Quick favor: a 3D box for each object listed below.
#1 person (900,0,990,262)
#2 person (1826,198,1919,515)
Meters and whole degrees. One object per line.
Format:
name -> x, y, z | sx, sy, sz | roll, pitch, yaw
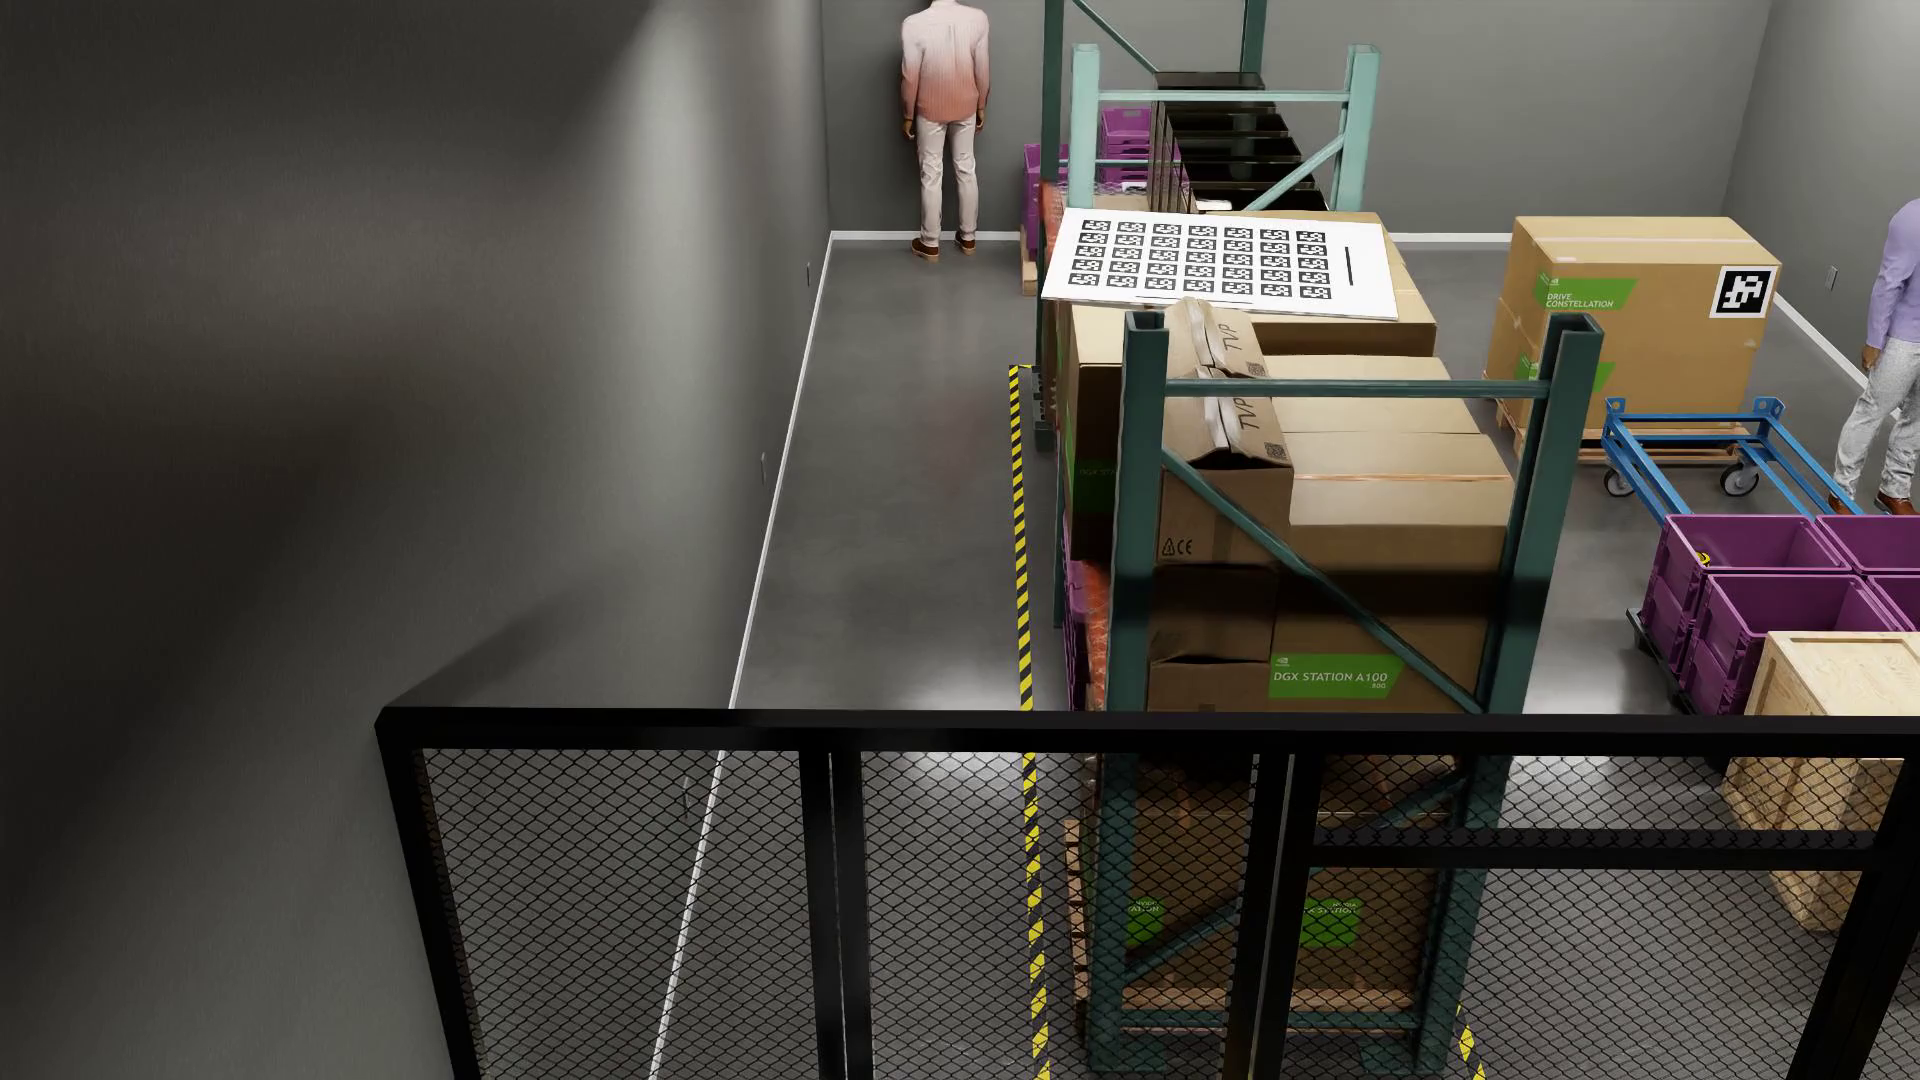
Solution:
person -> -0.103, -2.812, 10.833 | 0.612, 1.995, 0.382 | -13, 33, -20
person -> 4.536, -0.943, 7.783 | 0.627, 1.939, 0.372 | -1, 31, -1
